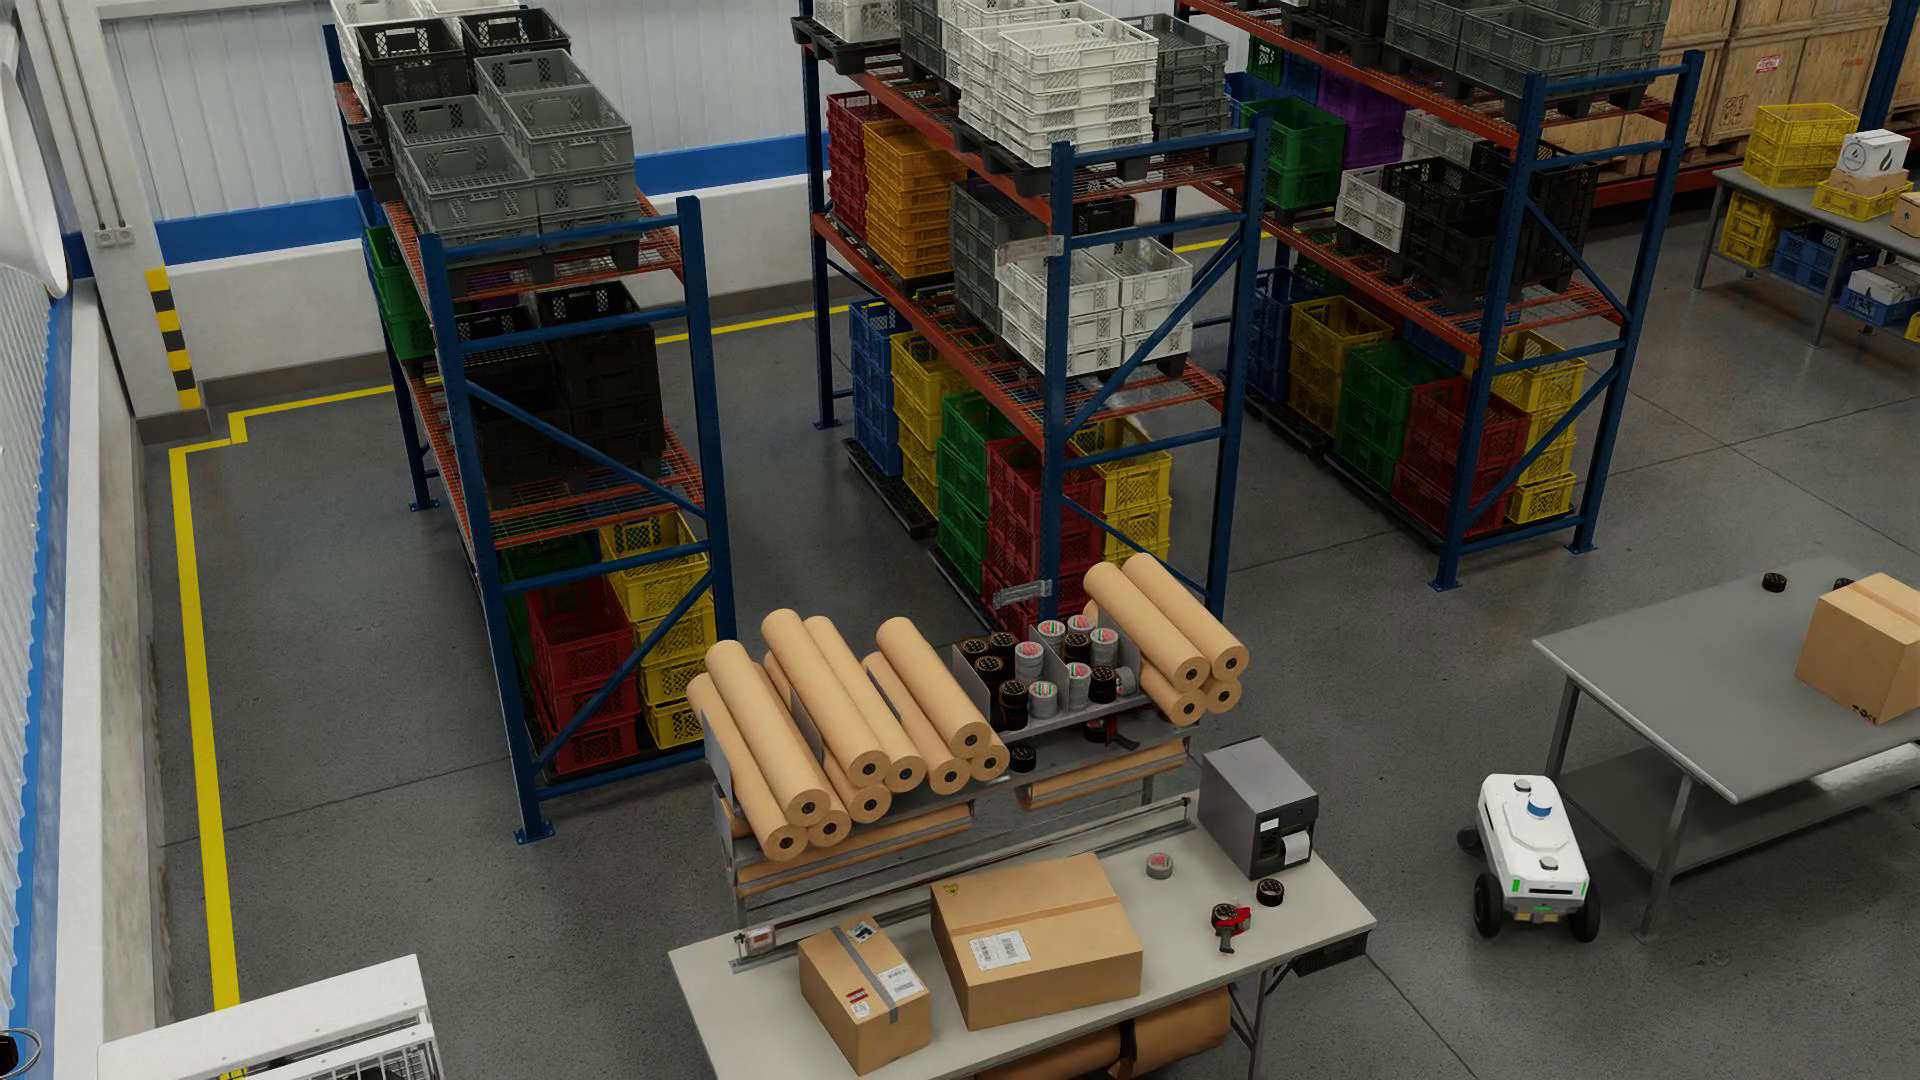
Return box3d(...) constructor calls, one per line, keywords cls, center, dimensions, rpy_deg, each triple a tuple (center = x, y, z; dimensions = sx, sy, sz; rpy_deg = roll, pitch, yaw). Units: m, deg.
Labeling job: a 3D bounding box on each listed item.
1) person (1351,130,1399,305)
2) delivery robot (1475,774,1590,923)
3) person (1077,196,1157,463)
box3d(cls="person", center=(3.008, -2.336, 12.164), dimensions=(0.378, 1.937, 0.628), rpy_deg=(-9, 33, -15))
box3d(cls="delivery robot", center=(2.545, 1.342, 7.410), dimensions=(0.477, 0.478, 0.707), rpy_deg=(2, 32, 3))
box3d(cls="person", center=(1.015, -1.309, 10.564), dimensions=(0.593, 1.862, 0.593), rpy_deg=(22, 38, 32))
